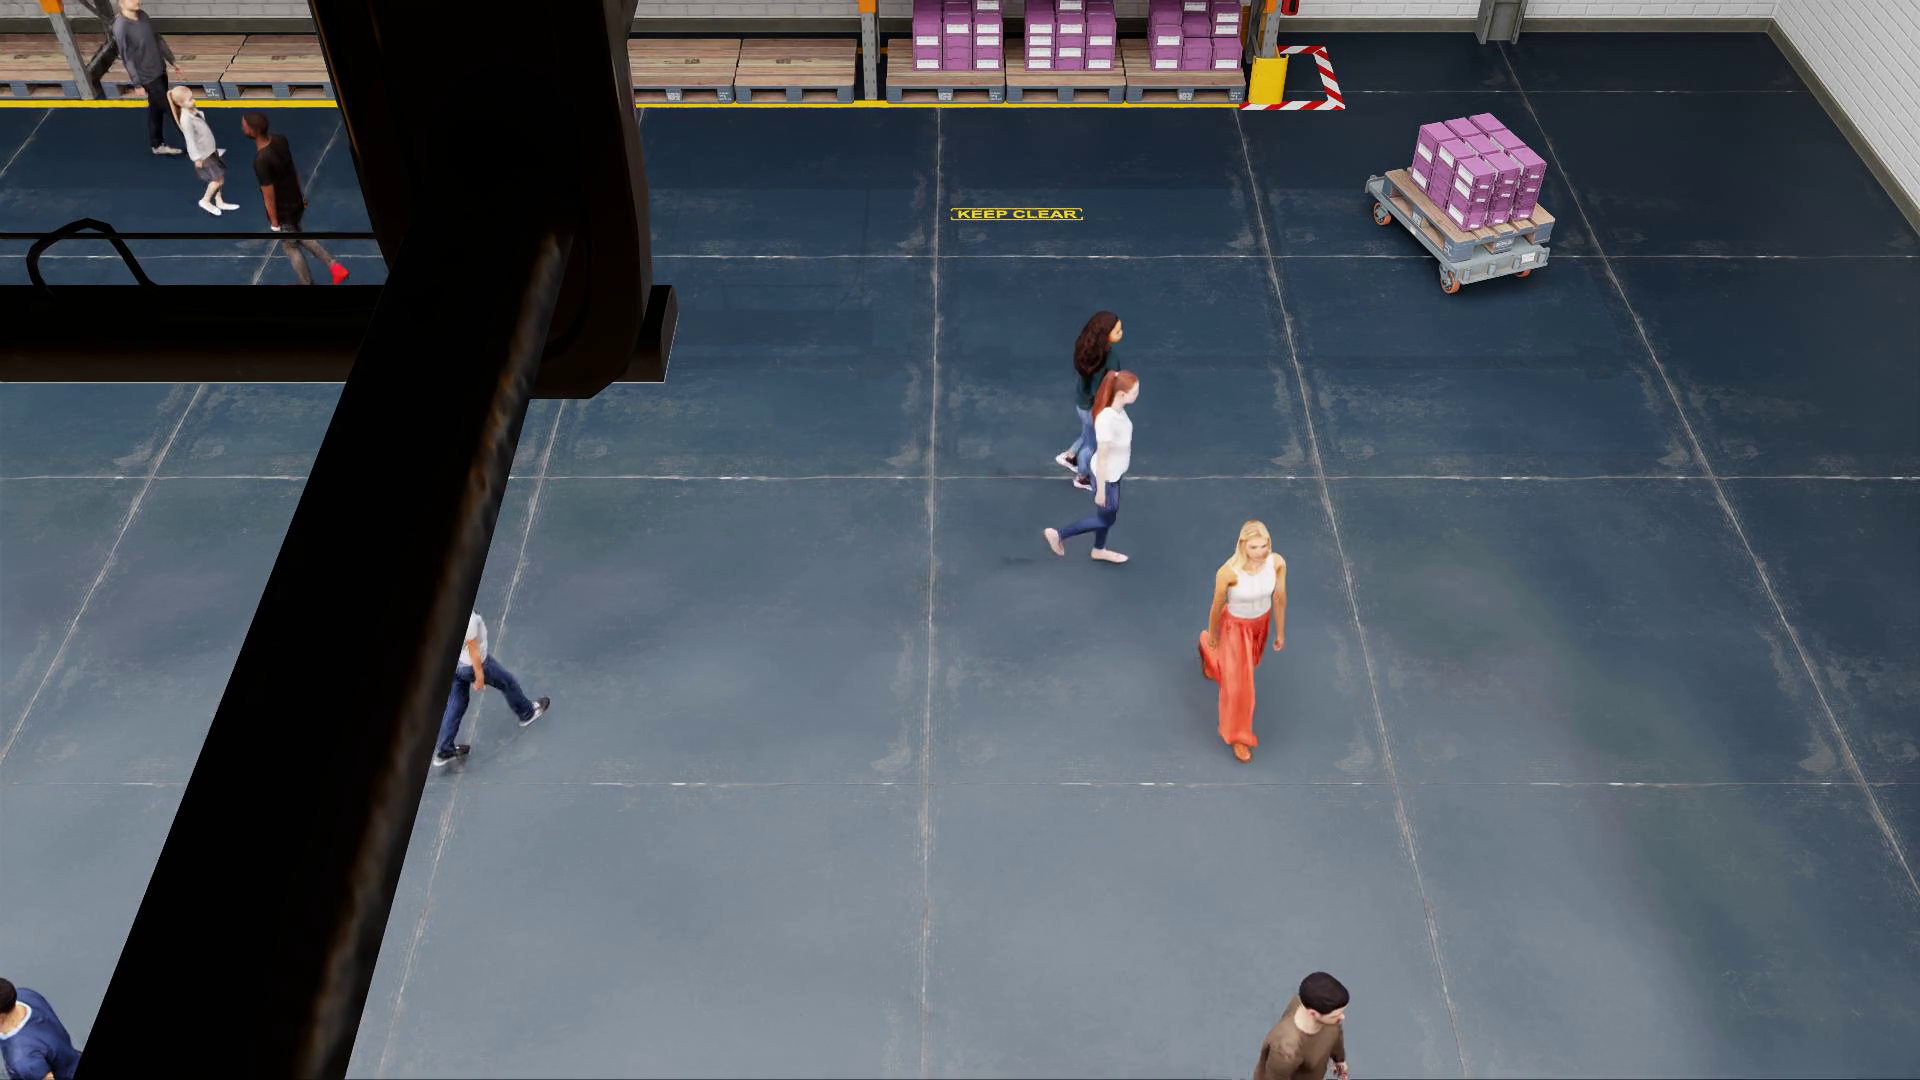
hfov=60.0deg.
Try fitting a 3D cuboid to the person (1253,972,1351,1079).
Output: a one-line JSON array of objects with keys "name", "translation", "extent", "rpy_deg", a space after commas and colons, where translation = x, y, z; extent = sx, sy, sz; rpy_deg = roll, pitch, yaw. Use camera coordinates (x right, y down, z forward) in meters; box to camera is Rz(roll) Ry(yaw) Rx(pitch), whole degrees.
[{"name": "person", "translation": [1.536, 2.605, 8.184], "extent": [1.084, 1.858, 0.945], "rpy_deg": [21, 47, 20]}]

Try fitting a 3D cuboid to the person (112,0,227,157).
[{"name": "person", "translation": [-7.652, -4.360, 15.588], "extent": [1.033, 1.729, 0.657], "rpy_deg": [2, 44, 2]}]

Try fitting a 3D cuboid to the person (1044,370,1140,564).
[{"name": "person", "translation": [0.920, -0.464, 11.506], "extent": [0.878, 1.719, 0.699], "rpy_deg": [5, 44, 6]}]

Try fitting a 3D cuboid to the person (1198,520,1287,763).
[{"name": "person", "translation": [1.751, 0.500, 10.457], "extent": [1.147, 1.772, 0.953], "rpy_deg": [-14, 45, -15]}]

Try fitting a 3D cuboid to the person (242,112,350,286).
[{"name": "person", "translation": [-5.526, -2.758, 13.860], "extent": [0.862, 1.794, 0.726], "rpy_deg": [7, 44, 8]}]

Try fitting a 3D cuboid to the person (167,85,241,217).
[{"name": "person", "translation": [-6.908, -3.523, 15.043], "extent": [0.574, 1.269, 0.526], "rpy_deg": [-3, 44, -3]}]

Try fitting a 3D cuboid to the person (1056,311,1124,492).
[{"name": "person", "translation": [0.905, -0.999, 12.152], "extent": [0.714, 1.602, 0.645], "rpy_deg": [7, 44, 7]}]

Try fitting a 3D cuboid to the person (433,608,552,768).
[{"name": "person", "translation": [-3.114, 0.792, 10.330], "extent": [1.043, 1.523, 1.024], "rpy_deg": [29, 51, 27]}]
